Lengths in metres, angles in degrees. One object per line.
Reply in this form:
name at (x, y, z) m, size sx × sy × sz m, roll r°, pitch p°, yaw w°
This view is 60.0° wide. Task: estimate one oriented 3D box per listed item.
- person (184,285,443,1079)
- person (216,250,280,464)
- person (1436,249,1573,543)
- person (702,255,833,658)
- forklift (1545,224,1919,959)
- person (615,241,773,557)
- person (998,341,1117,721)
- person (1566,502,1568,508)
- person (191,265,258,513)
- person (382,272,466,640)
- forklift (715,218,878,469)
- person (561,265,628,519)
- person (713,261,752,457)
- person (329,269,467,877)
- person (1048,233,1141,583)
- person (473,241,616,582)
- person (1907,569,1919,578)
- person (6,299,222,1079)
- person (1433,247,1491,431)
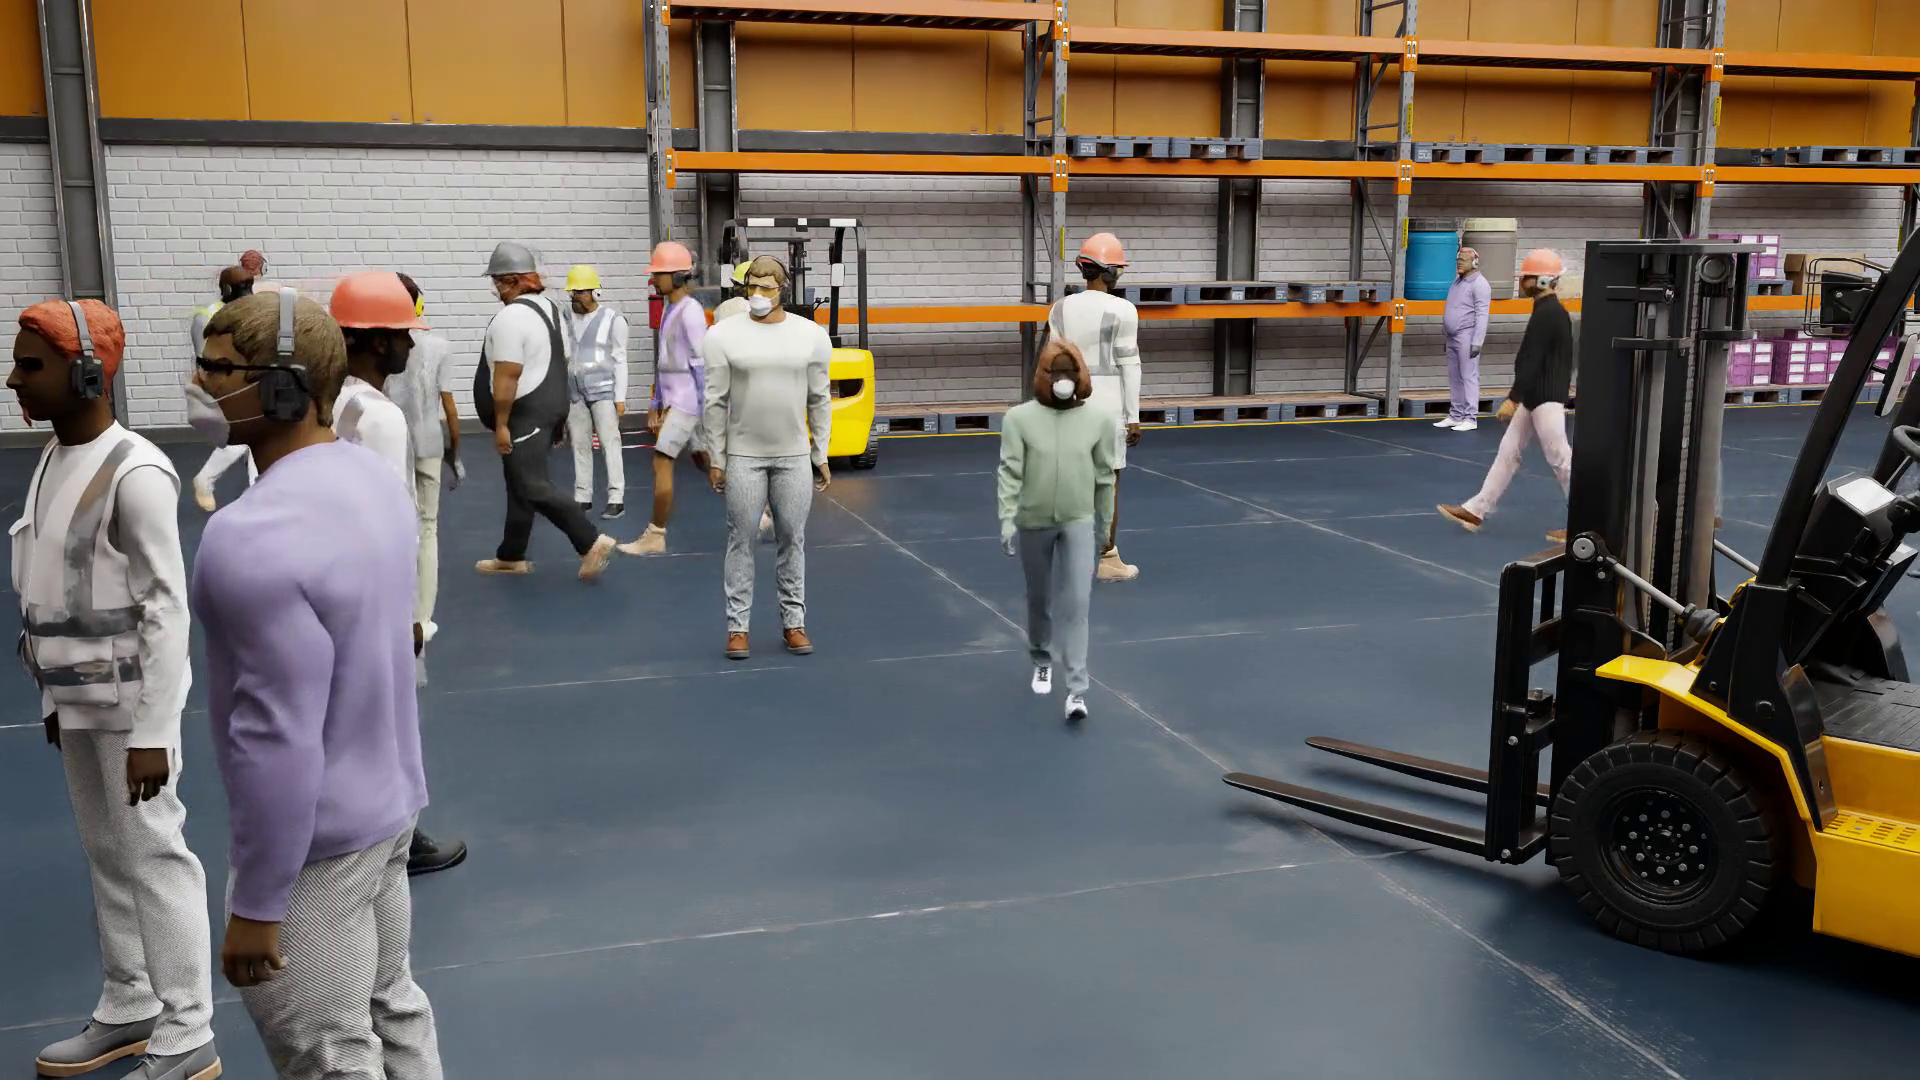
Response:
person at (-1.139, 0.528, 2.955) m, size 0.359 × 1.939 × 0.635 m, roll 0°, pitch 10°, yaw -1°
person at (-6.253, -1.625, 14.853) m, size 0.643 × 1.908 × 0.399 m, roll -4°, pitch 11°, yaw -21°
person at (3.776, -0.951, 11.059) m, size 1.054 × 1.932 × 0.616 m, roll 3°, pitch 11°, yaw 18°
person at (-0.918, -0.397, 8.034) m, size 0.629 × 1.937 × 0.377 m, roll -2°, pitch 11°, yaw -13°
forklift at (2.909, 0.117, 4.508) m, size 2.313 × 2.155 × 1.214 m, roll 9°, pitch 14°, yaw 40°
person at (-1.685, -0.901, 10.655) m, size 1.014 × 2.007 × 0.610 m, roll -3°, pitch 11°, yaw -17°
person at (0.416, -0.049, 7.096) m, size 0.503 × 1.583 × 0.889 m, roll 0°, pitch 10°, yaw 1°
person at (4.712, -0.965, 11.322) m, size 1.013 × 1.866 × 0.657 m, roll 0°, pitch 10°, yaw 2°
person at (-5.165, -1.036, 11.841) m, size 0.608 × 1.830 × 0.632 m, roll 5°, pitch 12°, yaw 27°
person at (-2.763, -0.412, 8.372) m, size 0.518 × 1.850 × 0.405 m, roll -2°, pitch 11°, yaw -13°
forklift at (-1.522, -1.778, 14.899) m, size 1.214 × 2.155 × 2.313 m, roll -3°, pitch 11°, yaw -17°
person at (-2.666, -1.058, 11.972) m, size 0.591 × 1.826 × 0.403 m, roll 3°, pitch 11°, yaw 18°
person at (-1.681, -1.288, 13.218) m, size 0.600 × 1.825 × 0.404 m, roll 9°, pitch 13°, yaw 40°
person at (-1.839, 0.139, 5.127) m, size 0.501 × 1.925 × 0.571 m, roll -9°, pitch 13°, yaw -39°
person at (0.814, -0.771, 9.793) m, size 0.616 × 2.041 × 0.379 m, roll 9°, pitch 13°, yaw 39°
person at (-2.464, -0.763, 9.757) m, size 0.922 × 2.000 × 0.687 m, roll 2°, pitch 11°, yaw 11°
person at (6.140, -0.578, 9.644) m, size 0.909 × 1.716 × 0.535 m, roll 2°, pitch 11°, yaw 11°
person at (-1.983, 0.390, 3.871) m, size 0.573 × 1.883 × 0.355 m, roll 9°, pitch 14°, yaw 41°
person at (5.263, -2.103, 17.454) m, size 0.409 × 1.911 × 0.651 m, roll -2°, pitch 11°, yaw -13°
